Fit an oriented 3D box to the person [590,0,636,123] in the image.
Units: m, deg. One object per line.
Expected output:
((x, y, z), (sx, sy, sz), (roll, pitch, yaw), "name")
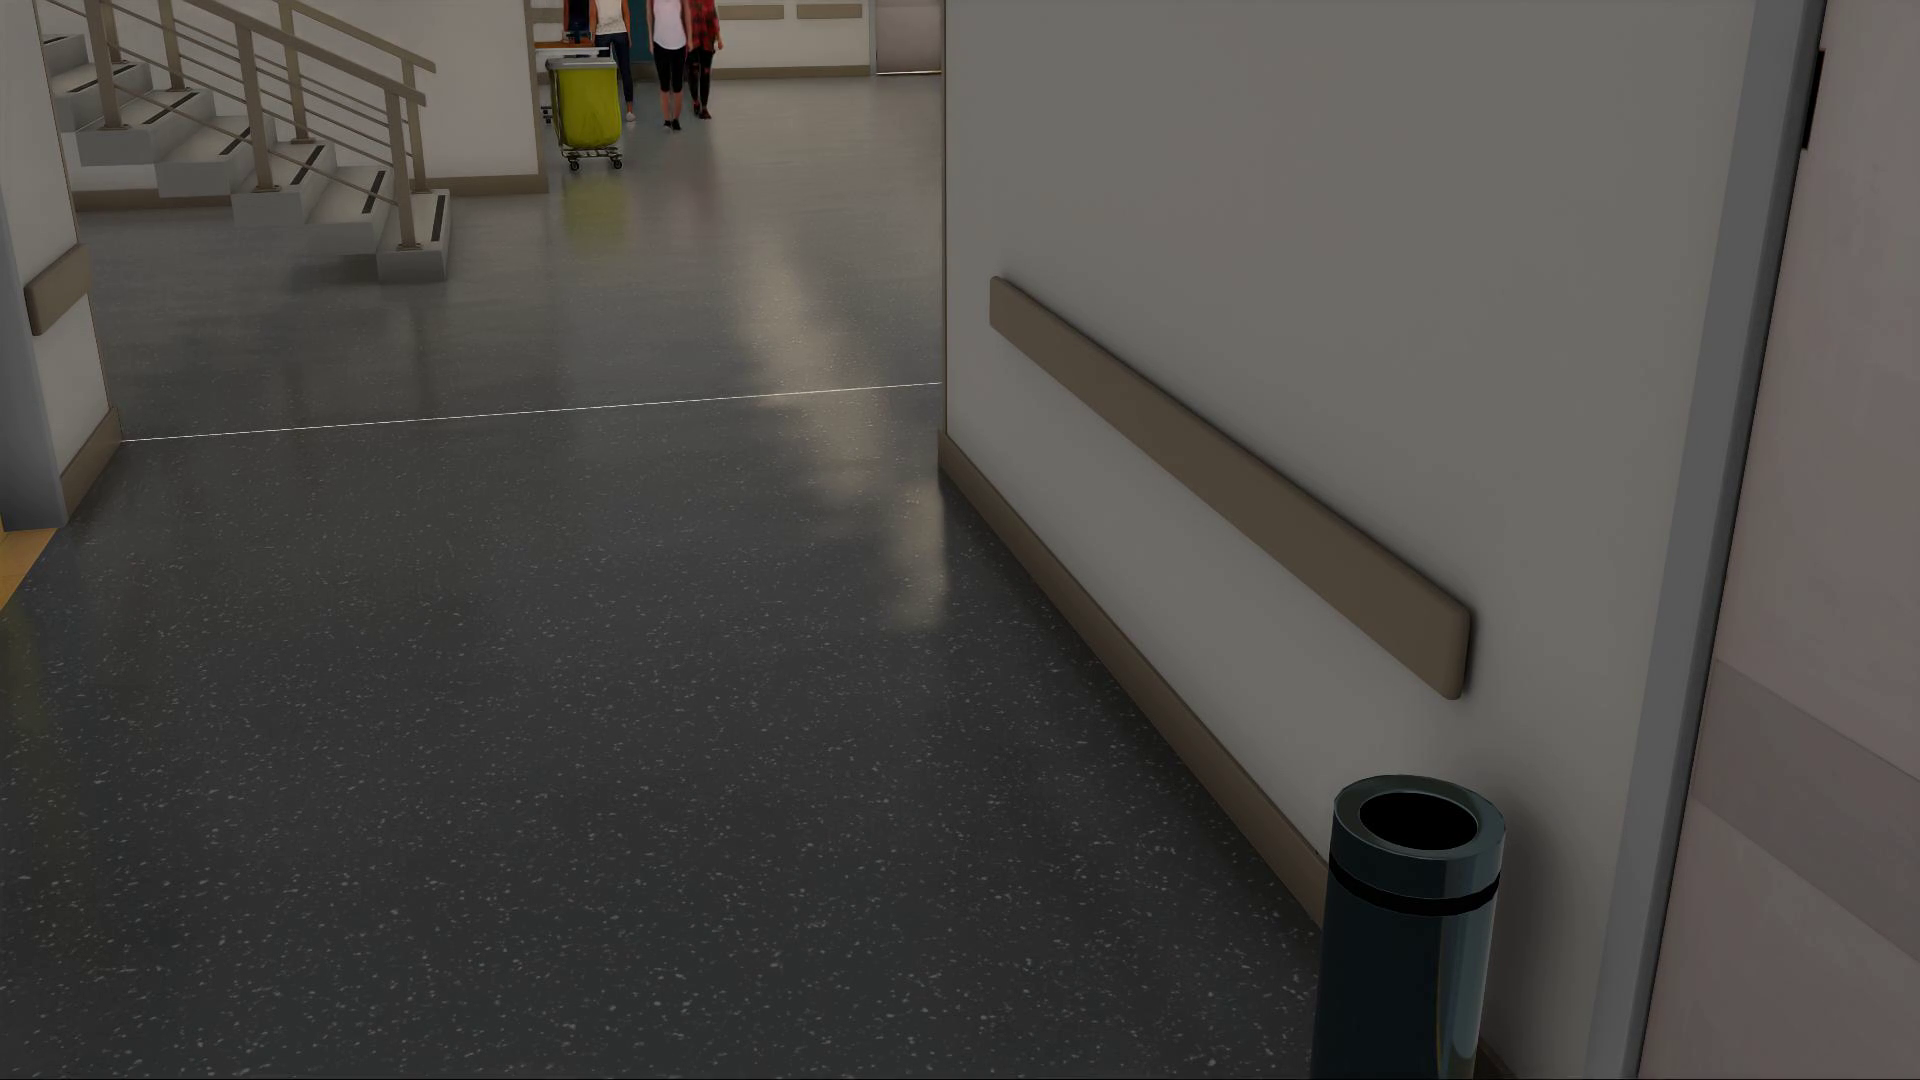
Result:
((-3.859, -5.571, 18.443), (0.450, 1.809, 0.665), (-7, 22, -17), "person")

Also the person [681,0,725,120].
((-2.960, -5.562, 18.589), (0.618, 1.689, 0.757), (-10, 23, -25), "person")

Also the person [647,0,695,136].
((-3.004, -5.116, 17.327), (1.024, 1.749, 0.774), (-3, 21, -8), "person")

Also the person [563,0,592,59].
((-4.545, -5.930, 19.513), (0.854, 1.722, 0.815), (7, 22, 19), "person")
